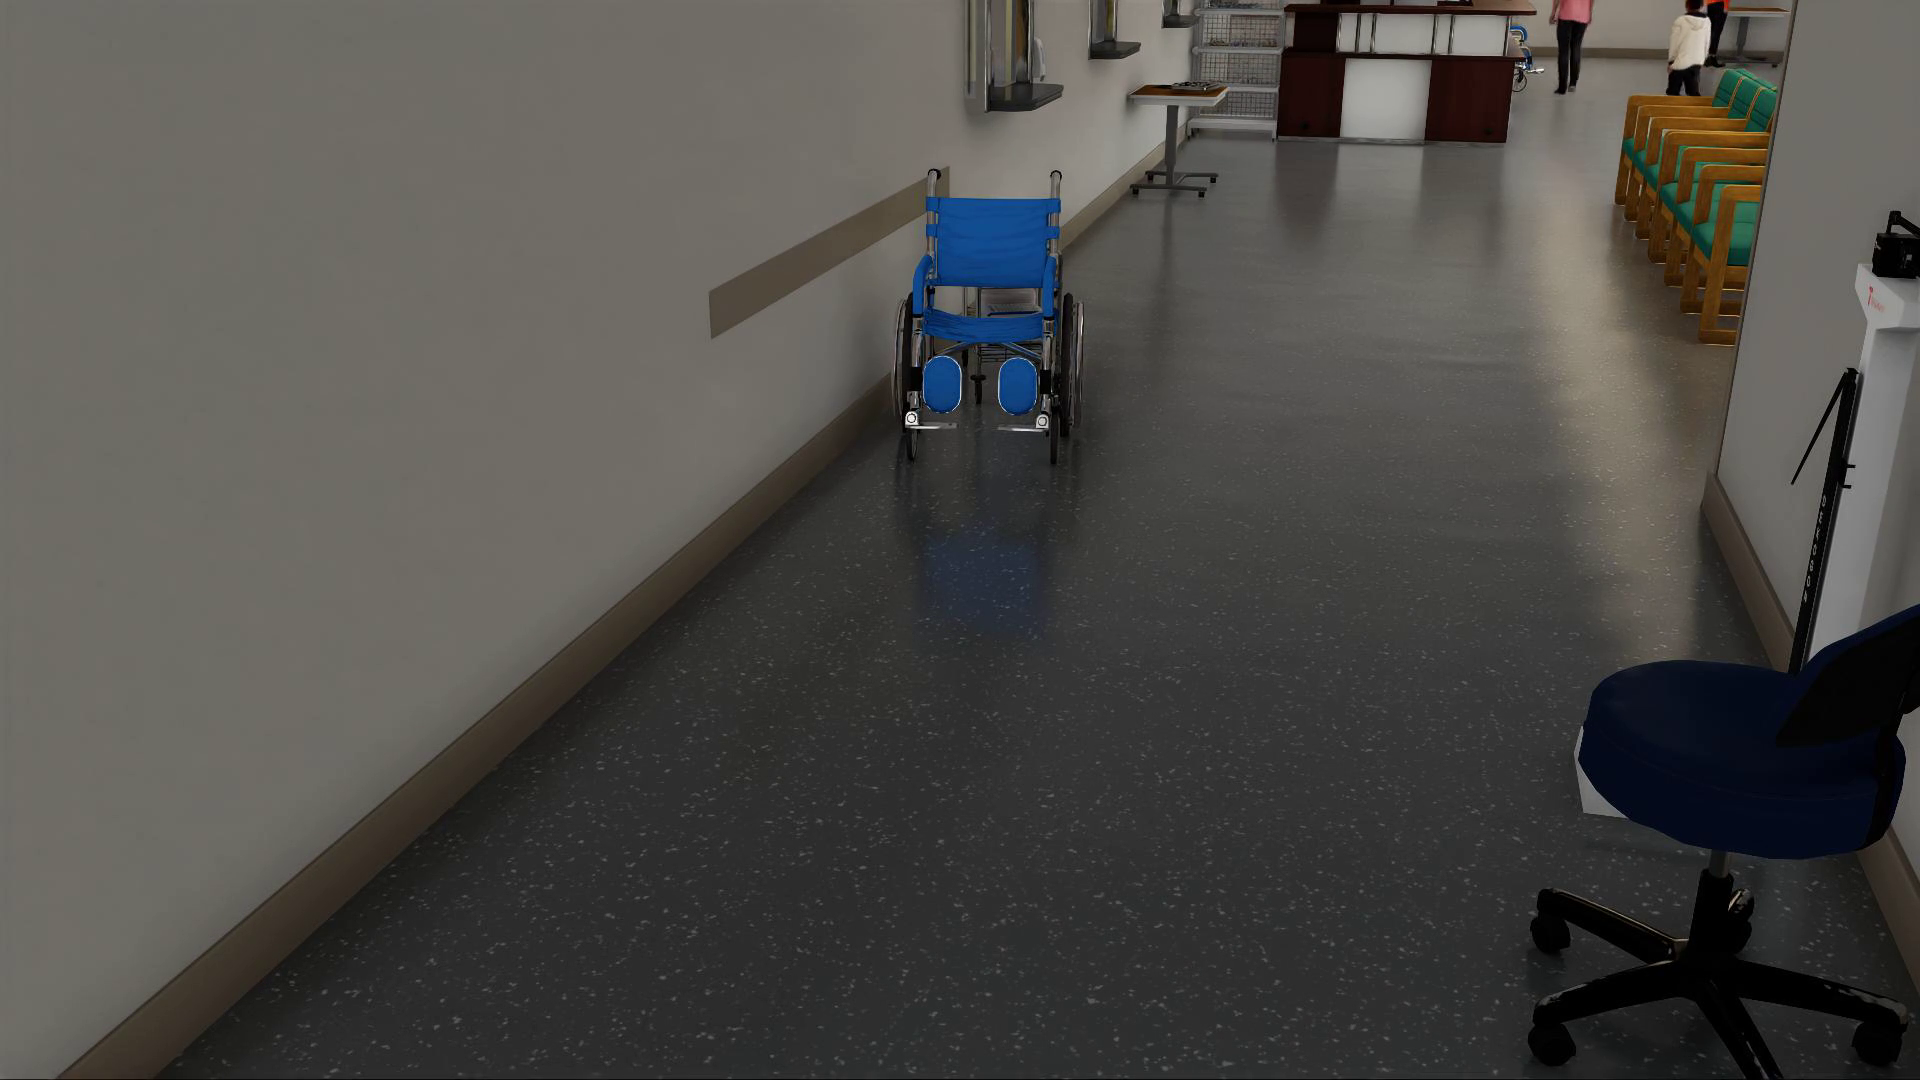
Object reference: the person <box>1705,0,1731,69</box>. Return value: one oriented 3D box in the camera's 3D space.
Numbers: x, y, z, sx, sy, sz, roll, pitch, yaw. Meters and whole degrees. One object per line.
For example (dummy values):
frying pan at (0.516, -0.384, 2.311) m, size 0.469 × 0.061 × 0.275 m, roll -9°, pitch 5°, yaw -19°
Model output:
person at (11.412, -8.039, 25.051) m, size 0.676 × 1.749 × 0.695 m, roll -2°, pitch 21°, yaw -6°

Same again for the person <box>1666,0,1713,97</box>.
person at (7.702, -5.033, 17.546) m, size 0.958 × 1.442 × 0.824 m, roll 0°, pitch 21°, yaw 0°

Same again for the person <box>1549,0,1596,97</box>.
person at (7.736, -6.576, 20.915) m, size 0.648 × 1.943 × 0.764 m, roll 0°, pitch 21°, yaw 1°
